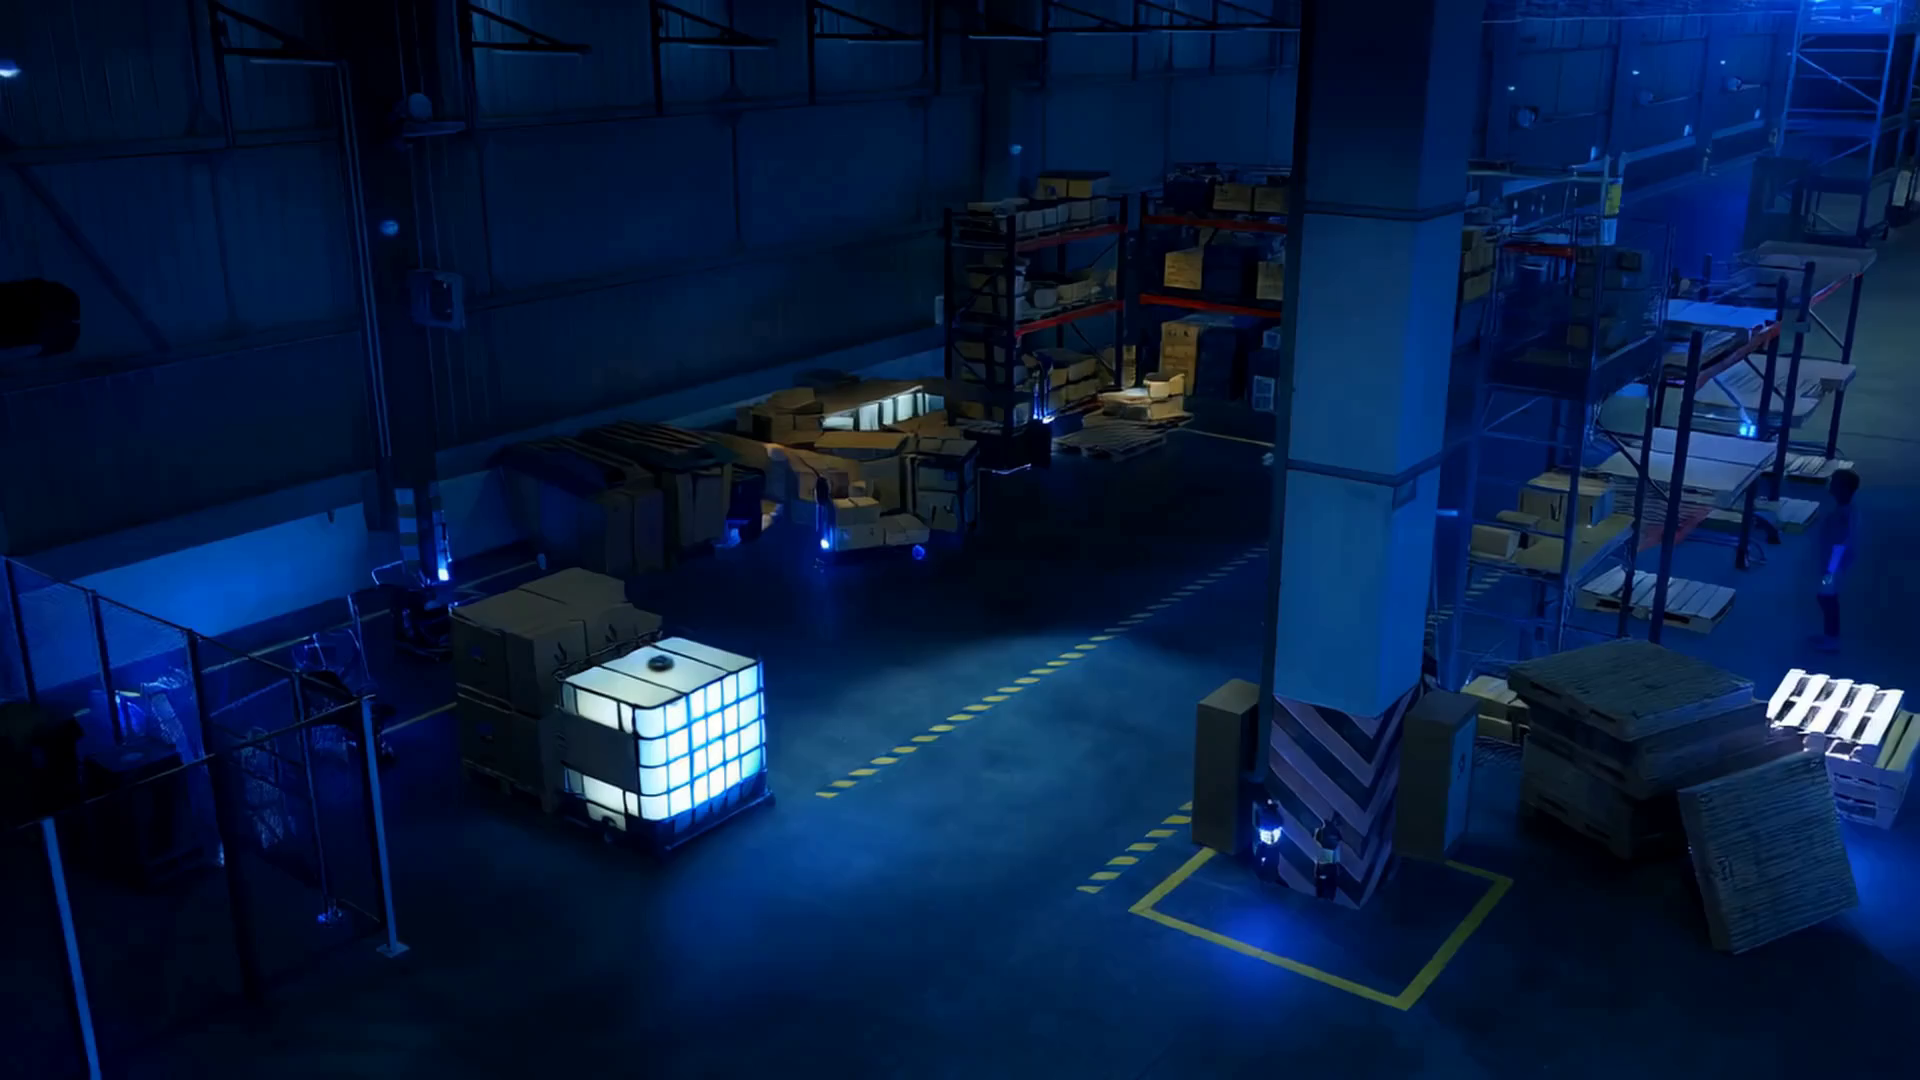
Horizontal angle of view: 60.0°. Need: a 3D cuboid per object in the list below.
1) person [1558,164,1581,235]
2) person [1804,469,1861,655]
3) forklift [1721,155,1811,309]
[{"bbox_3d":[14.322,-7.866,39.187,0.542,1.939,0.362,-12,21,-32],"label":"person"},{"bbox_3d":[7.844,0.192,14.918,0.316,1.698,0.544,11,21,30],"label":"person"},{"bbox_3d":[15.399,-5.864,31.567,1.129,2.768,1.873,13,22,34],"label":"forklift"}]
